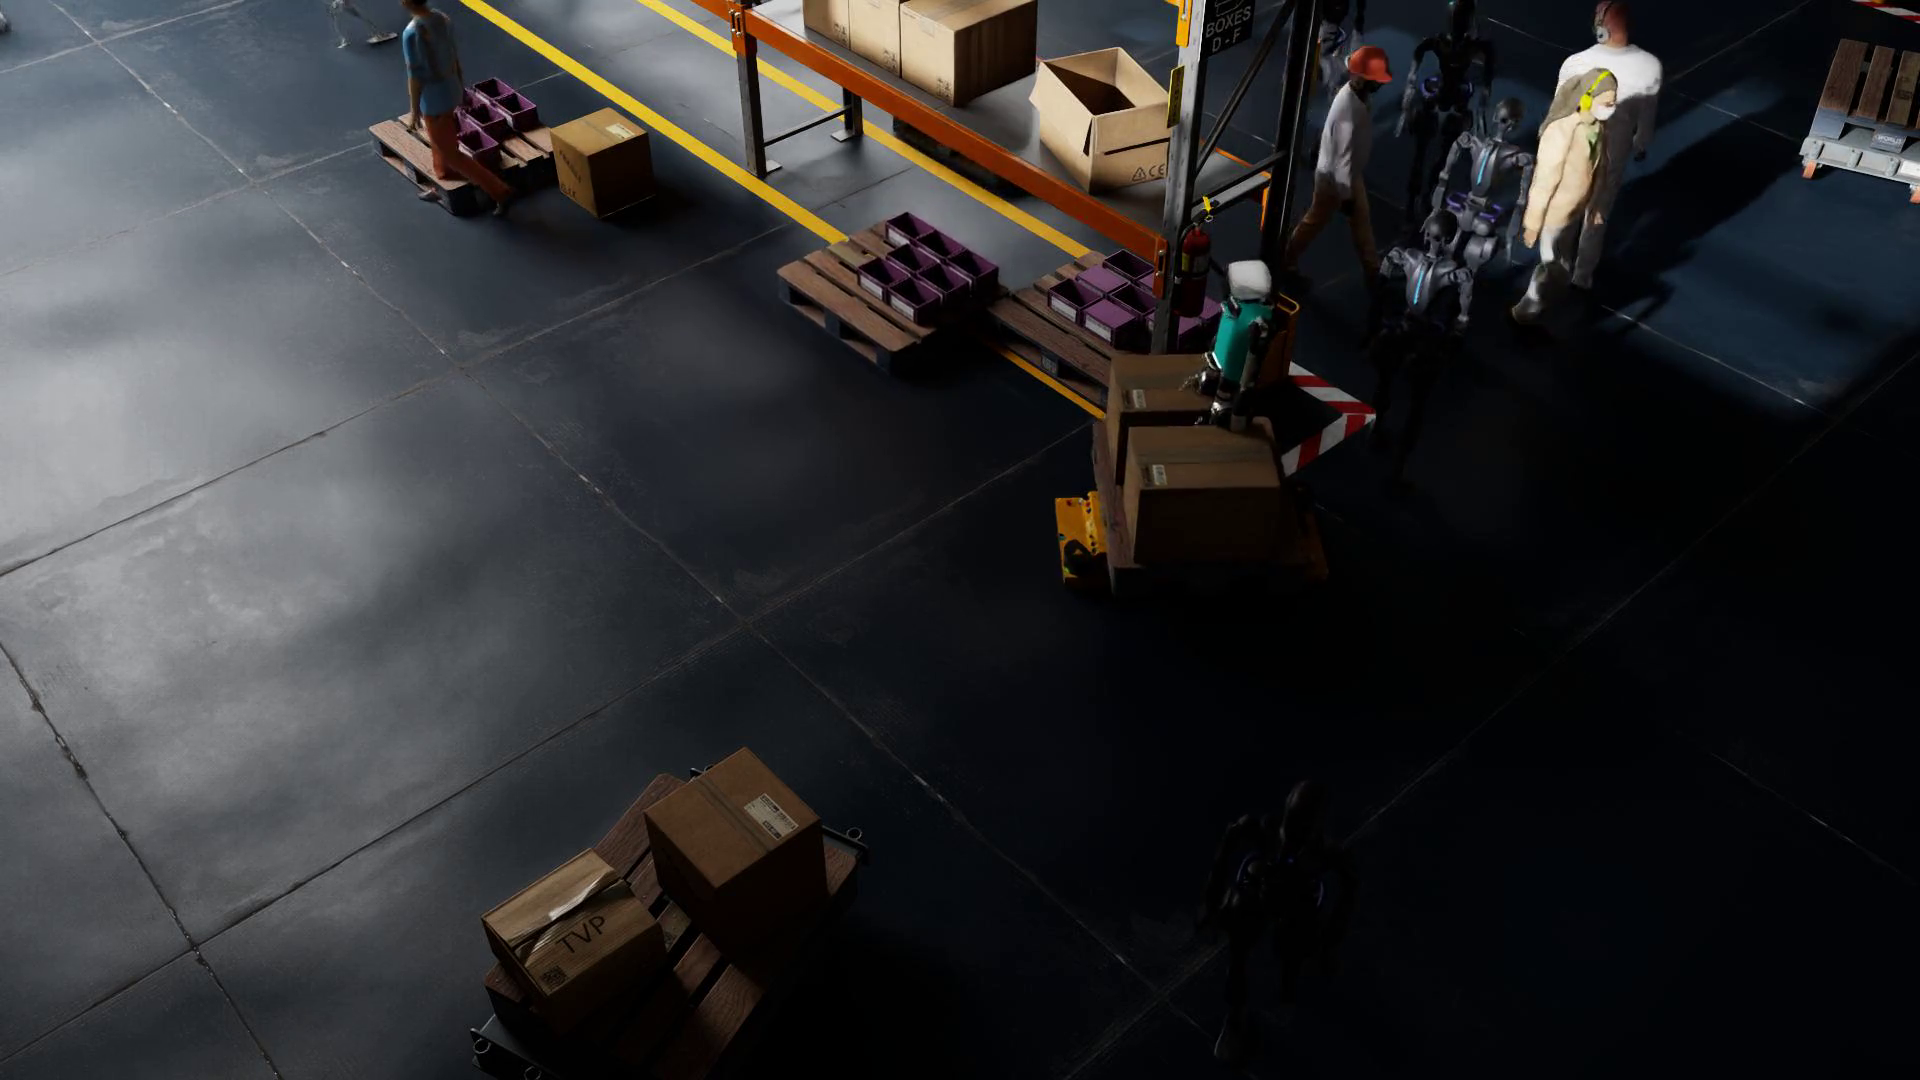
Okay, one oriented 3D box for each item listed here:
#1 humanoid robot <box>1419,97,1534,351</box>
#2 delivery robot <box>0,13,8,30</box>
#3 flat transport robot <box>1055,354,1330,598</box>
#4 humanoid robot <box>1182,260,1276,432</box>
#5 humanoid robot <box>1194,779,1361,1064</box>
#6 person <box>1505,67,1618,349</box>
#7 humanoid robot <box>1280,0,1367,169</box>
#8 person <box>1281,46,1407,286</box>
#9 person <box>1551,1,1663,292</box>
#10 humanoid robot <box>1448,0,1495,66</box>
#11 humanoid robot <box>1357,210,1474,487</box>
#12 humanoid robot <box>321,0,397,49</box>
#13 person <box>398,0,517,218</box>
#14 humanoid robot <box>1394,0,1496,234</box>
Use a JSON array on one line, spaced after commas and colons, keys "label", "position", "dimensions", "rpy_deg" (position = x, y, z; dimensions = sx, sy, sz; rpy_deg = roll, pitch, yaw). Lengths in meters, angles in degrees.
[{"label": "humanoid robot", "position": [3.120, -1.918, 10.147], "dimensions": [0.612, 1.639, 0.377], "rpy_deg": [26, 48, 25]}, {"label": "delivery robot", "position": [-8.325, -4.484, 13.757], "dimensions": [0.774, 0.588, 0.499], "rpy_deg": [22, 47, 22]}, {"label": "flat transport robot", "position": [1.261, -0.039, 9.138], "dimensions": [1.431, 0.231, 0.659], "rpy_deg": [-1, 43, -2]}, {"label": "humanoid robot", "position": [1.200, -0.621, 8.733], "dimensions": [0.732, 1.842, 0.533], "rpy_deg": [-7, 43, -8]}, {"label": "humanoid robot", "position": [1.237, 1.410, 6.517], "dimensions": [0.584, 1.642, 0.506], "rpy_deg": [15, 45, 15]}, {"label": "person", "position": [3.657, -1.993, 10.084], "dimensions": [0.598, 1.858, 0.490], "rpy_deg": [-31, 51, -30]}, {"label": "humanoid robot", "position": [2.560, -3.400, 11.748], "dimensions": [0.587, 1.647, 0.335], "rpy_deg": [-11, 44, -11]}, {"label": "person", "position": [2.493, -2.324, 10.563], "dimensions": [0.890, 1.701, 0.585], "rpy_deg": [18, 46, 19]}, {"label": "person", "position": [4.097, -2.553, 10.715], "dimensions": [0.692, 1.840, 0.993], "rpy_deg": [8, 43, 8]}, {"label": "humanoid robot", "position": [4.030, -4.426, 12.829], "dimensions": [0.540, 1.754, 0.905], "rpy_deg": [-4, 43, -4]}, {"label": "humanoid robot", "position": [2.491, -1.075, 9.246], "dimensions": [0.589, 1.663, 0.618], "rpy_deg": [22, 47, 22]}, {"label": "humanoid robot", "position": [-4.900, -4.707, 13.135], "dimensions": [0.539, 1.783, 0.785], "rpy_deg": [20, 46, 20]}, {"label": "person", "position": [-3.486, -2.988, 11.260], "dimensions": [0.779, 1.740, 0.493], "rpy_deg": [8, 43, 9]}, {"label": "humanoid robot", "position": [3.262, -2.847, 11.164], "dimensions": [0.616, 1.641, 0.636], "rpy_deg": [6, 43, 6]}]
